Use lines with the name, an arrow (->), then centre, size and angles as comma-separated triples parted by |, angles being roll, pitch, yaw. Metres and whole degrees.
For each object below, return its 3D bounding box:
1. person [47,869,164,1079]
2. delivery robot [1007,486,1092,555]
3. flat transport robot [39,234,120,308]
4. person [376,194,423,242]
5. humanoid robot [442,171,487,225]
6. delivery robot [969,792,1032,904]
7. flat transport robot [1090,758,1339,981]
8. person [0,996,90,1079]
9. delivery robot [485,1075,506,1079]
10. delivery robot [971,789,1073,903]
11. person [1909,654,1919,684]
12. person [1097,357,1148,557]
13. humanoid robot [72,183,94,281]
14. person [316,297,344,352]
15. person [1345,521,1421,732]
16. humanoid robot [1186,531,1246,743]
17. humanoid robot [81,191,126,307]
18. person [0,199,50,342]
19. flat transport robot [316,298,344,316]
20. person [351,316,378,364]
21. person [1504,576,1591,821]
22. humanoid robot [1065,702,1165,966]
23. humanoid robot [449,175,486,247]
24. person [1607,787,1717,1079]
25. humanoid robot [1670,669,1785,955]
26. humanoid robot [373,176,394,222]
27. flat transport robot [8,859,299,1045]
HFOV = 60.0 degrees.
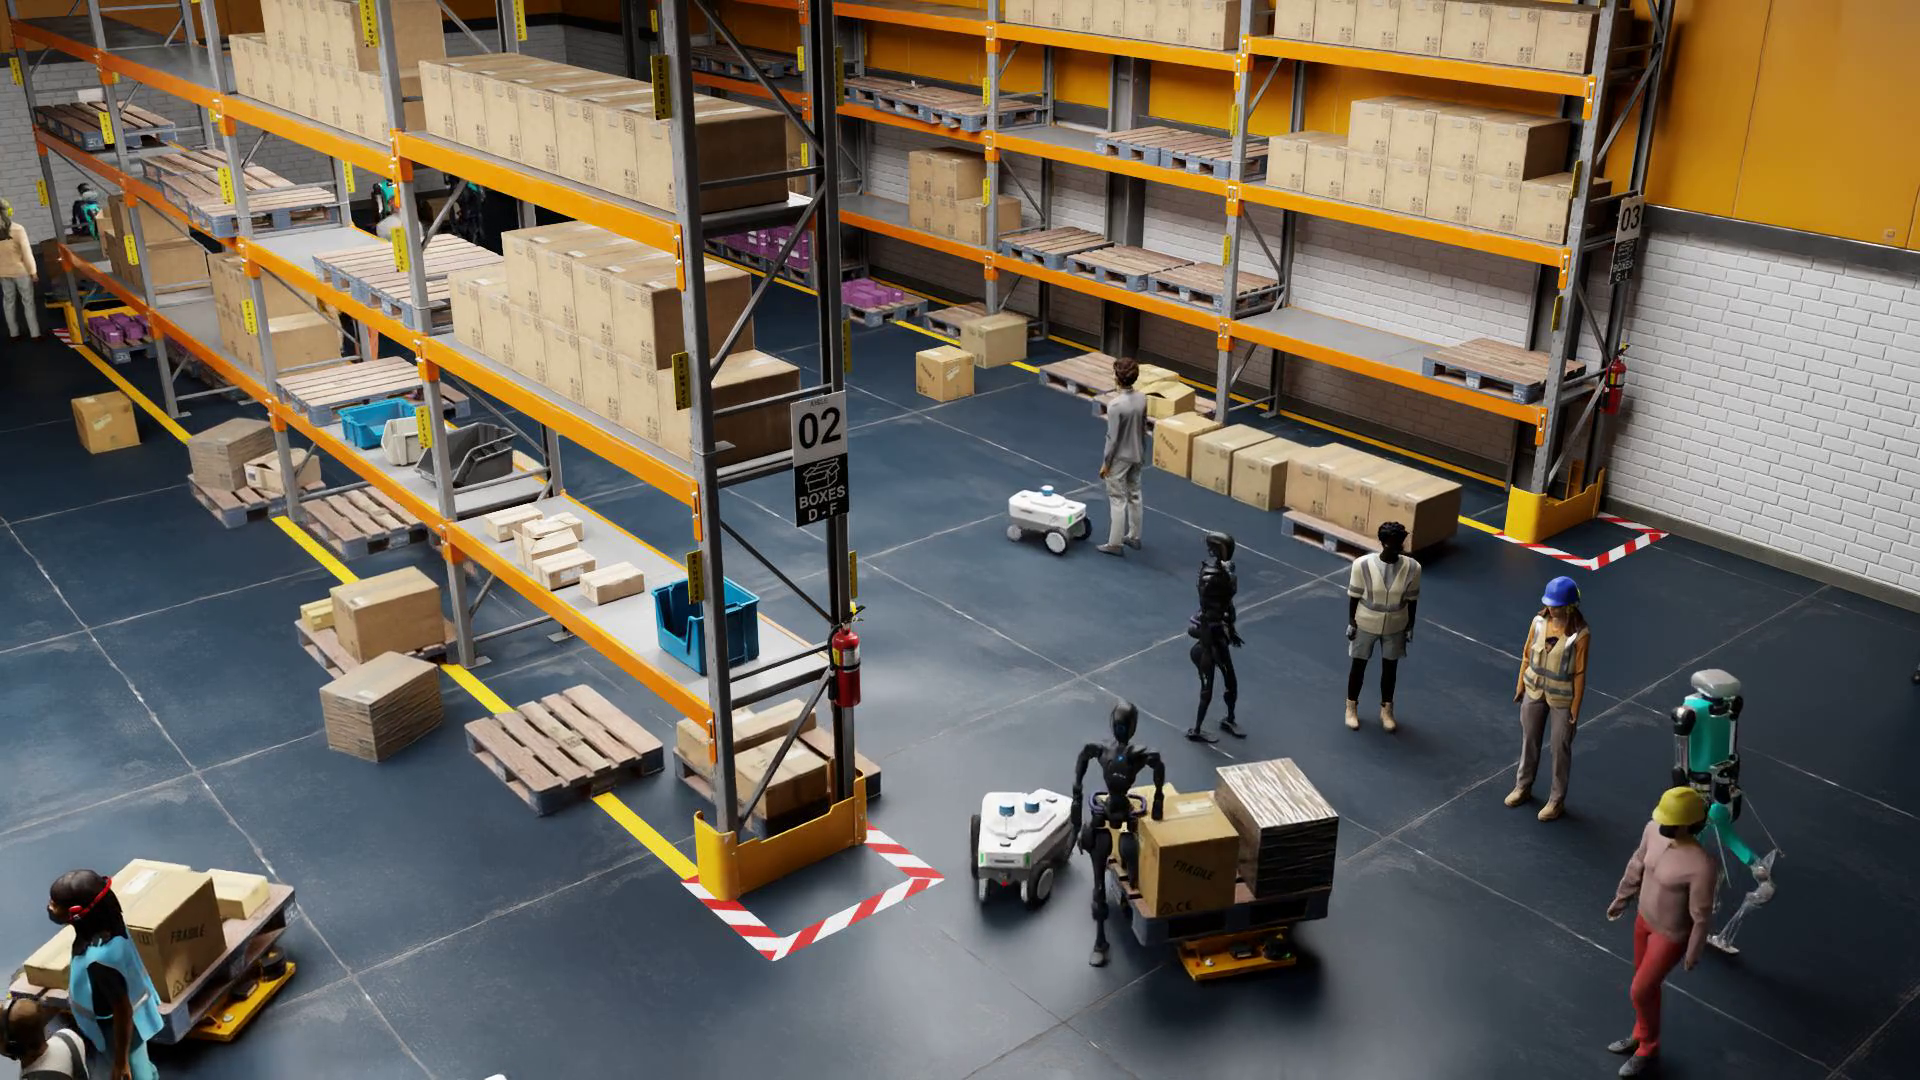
person -> -4.074, 2.397, 8.078 | 0.390, 1.865, 0.520 | -12, 26, -26
delivery robot -> 0.824, -0.223, 15.787 | 0.765, 0.586, 0.499 | 14, 27, 30
flat transport robot -> -12.341, -3.561, 23.890 | 1.431, 0.231, 0.659 | -10, 25, -22
person -> -7.326, -3.591, 21.934 | 0.697, 1.877, 0.664 | 19, 30, 38
humanoid robot -> -8.296, -6.019, 27.713 | 1.009, 1.734, 0.542 | 9, 25, 19
delivery robot -> 0.303, 1.946, 10.781 | 0.499, 0.599, 0.784 | 1, 23, 3
flat transport robot -> 1.523, 2.233, 10.473 | 0.659, 0.231, 1.431 | -6, 24, -13
person -> -4.014, 2.754, 7.300 | 0.588, 1.824, 0.527 | 0, 23, 0
delivery robot -> -2.586, 3.016, 8.316 | 0.799, 0.608, 0.499 | -15, 27, -31
delivery robot -> 0.441, 1.943, 10.779 | 0.521, 0.591, 0.763 | 14, 27, 30
person -> 7.820, 0.263, 12.950 | 0.548, 1.927, 0.390 | 13, 27, 28
person -> 1.530, -0.761, 15.352 | 0.545, 1.896, 0.377 | -19, 30, -37
humanoid robot -> -12.449, -4.278, 23.786 | 0.616, 1.635, 0.584 | 10, 25, 23
person -> -8.328, -3.305, 21.489 | 0.577, 1.702, 0.901 | -20, 31, -39
person -> 3.132, 0.634, 12.382 | 0.531, 1.694, 0.319 | 2, 23, 4
humanoid robot -> 1.909, 0.727, 12.177 | 0.423, 1.643, 0.601 | 14, 27, 29
humanoid robot -> -11.551, -3.912, 22.918 | 0.745, 1.834, 0.531 | -12, 26, -27
person -> -12.393, -3.520, 21.794 | 0.556, 1.867, 0.396 | 3, 23, 6
flat transport robot -> -9.290, -3.251, 23.173 | 1.431, 0.231, 0.659 | 4, 24, 10
person -> -7.203, -2.752, 20.141 | 0.505, 1.758, 0.343 | 14, 27, 29
person -> 4.002, 1.062, 11.294 | 0.325, 1.771, 0.472 | -19, 30, -37
humanoid robot -> 0.929, 1.704, 9.936 | 0.589, 1.631, 0.592 | 4, 24, 9
humanoid robot -> -7.361, -4.730, 24.857 | 0.610, 1.630, 0.619 | 8, 25, 18
person -> 3.702, 2.086, 8.942 | 0.463, 1.754, 0.540 | -4, 24, -10
humanoid robot -> 4.575, 1.711, 9.859 | 0.547, 1.781, 0.889 | -13, 26, -27
humanoid robot -> -8.060, -4.469, 23.971 | 0.533, 1.677, 0.735 | -12, 26, -25
flat transport robot -> -4.715, 2.560, 9.714 | 1.431, 0.231, 0.659 | 5, 24, 12
